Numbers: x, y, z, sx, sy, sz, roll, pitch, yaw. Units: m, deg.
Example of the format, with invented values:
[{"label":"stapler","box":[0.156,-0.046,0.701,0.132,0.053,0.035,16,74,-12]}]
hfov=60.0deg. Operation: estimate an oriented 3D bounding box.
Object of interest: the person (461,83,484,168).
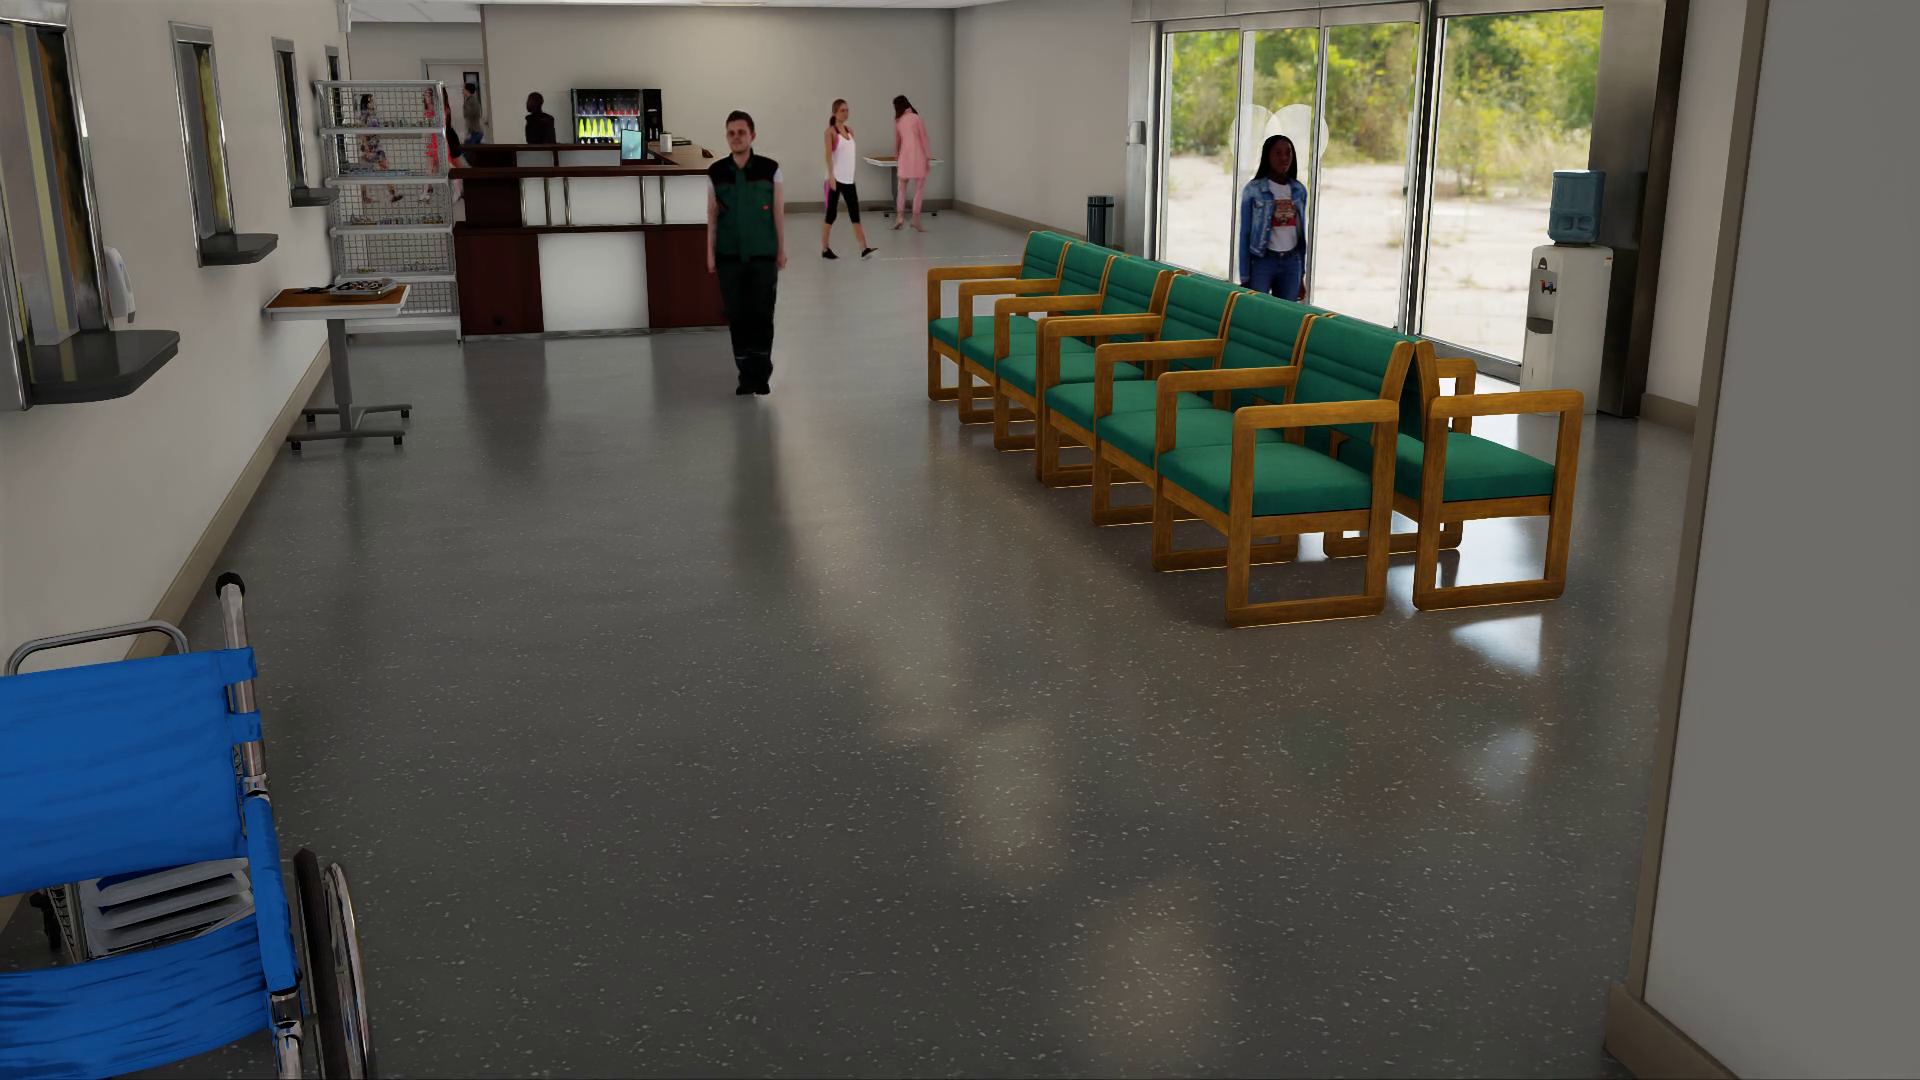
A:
[{"label":"person","box":[-9.203,-7.753,31.728,0.767,1.851,0.798,1,16,4]}]

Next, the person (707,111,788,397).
[{"label":"person","box":[-1.372,-1.849,10.821,0.708,1.831,0.808,0,16,2]}]

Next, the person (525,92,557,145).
[{"label":"person","box":[-5.268,-4.821,21.426,1.163,1.797,0.936,1,16,4]}]

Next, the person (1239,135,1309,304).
[{"label":"person","box":[1.900,-1.599,10.155,0.452,1.712,0.655,-5,16,-16]}]

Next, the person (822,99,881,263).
[{"label":"person","box":[-1.387,-3.908,18.289,1.078,1.742,1.158,15,21,42]}]

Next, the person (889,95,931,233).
[{"label":"person","box":[-0.607,-4.974,22.031,0.743,1.763,0.855,11,19,34]}]

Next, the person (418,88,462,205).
[{"label":"person","box":[-8.176,-6.172,26.279,1.162,1.763,1.119,6,17,22]}]

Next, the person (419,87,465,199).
[{"label":"person","box":[-8.339,-6.501,27.382,1.134,1.799,0.842,-12,20,-36]}]

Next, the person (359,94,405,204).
[{"label":"person","box":[-9.393,-6.174,26.437,1.175,1.683,1.085,8,18,26]}]
